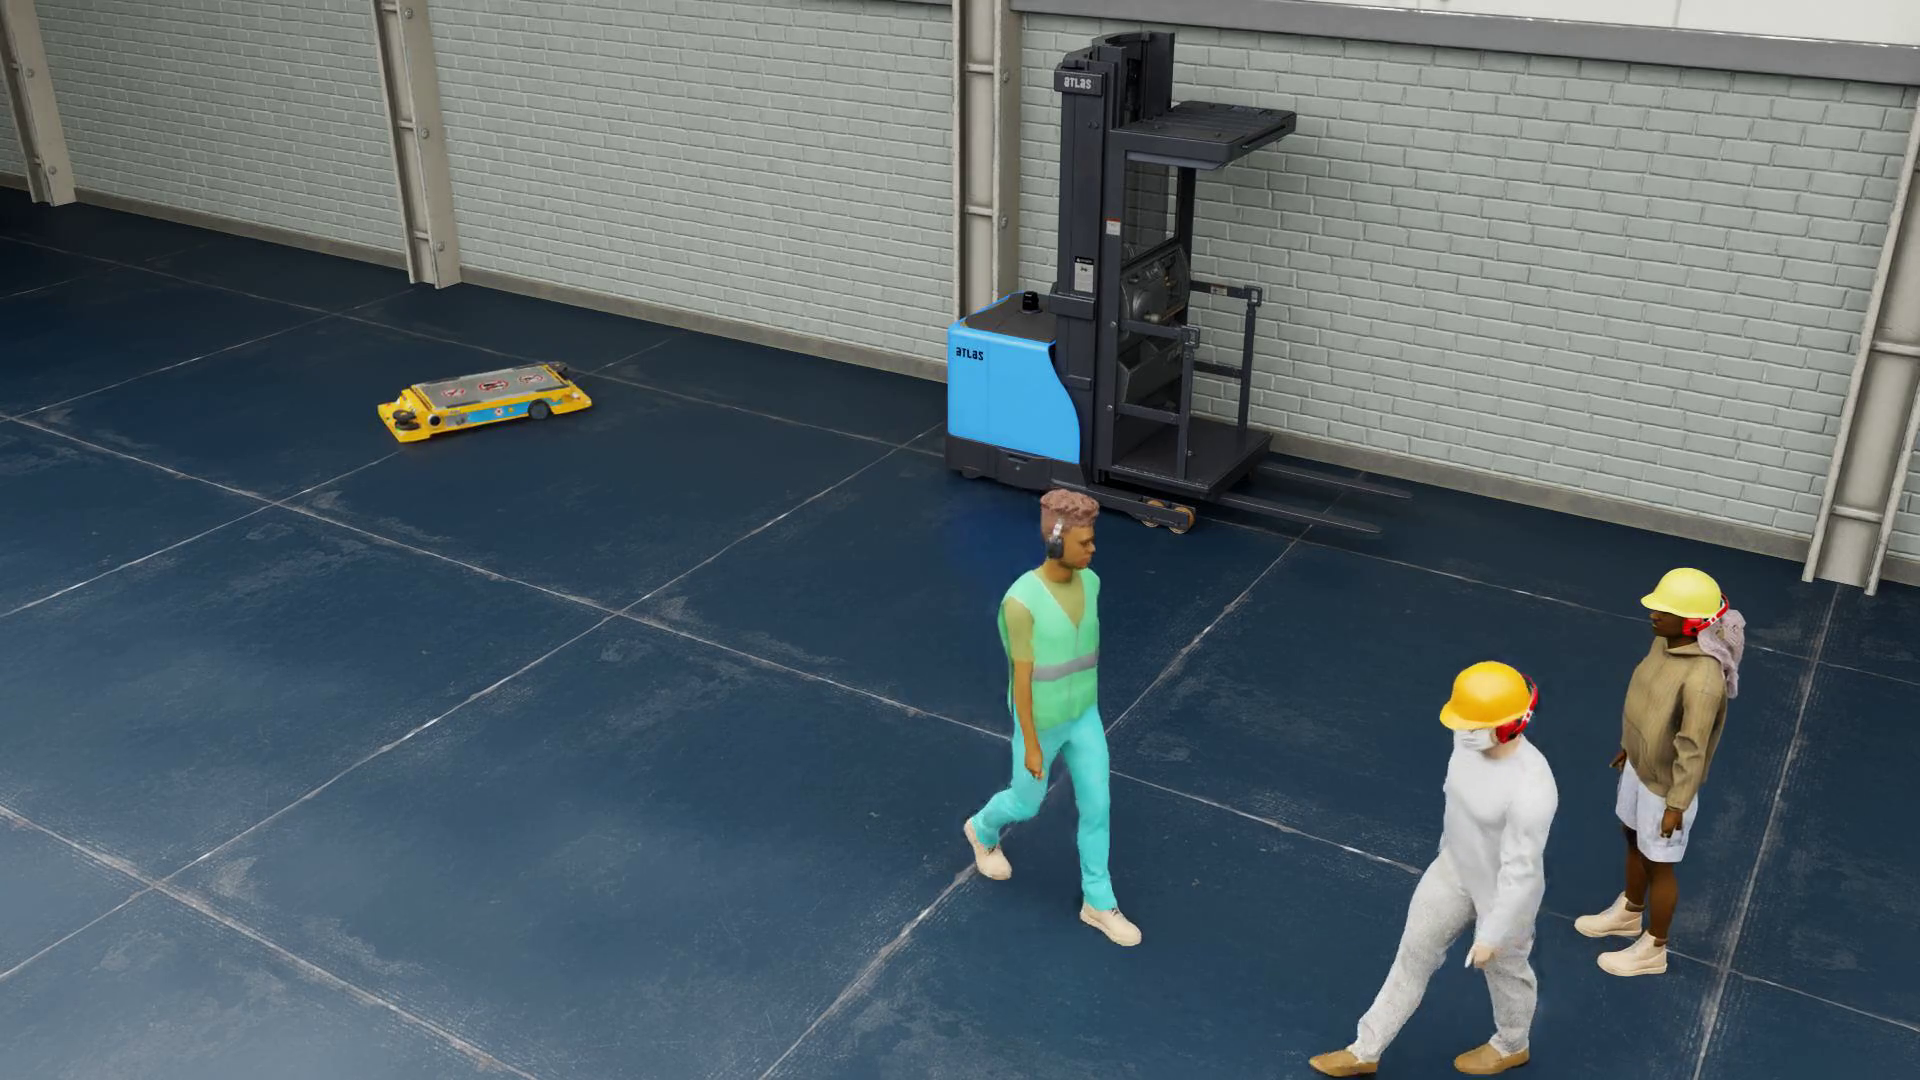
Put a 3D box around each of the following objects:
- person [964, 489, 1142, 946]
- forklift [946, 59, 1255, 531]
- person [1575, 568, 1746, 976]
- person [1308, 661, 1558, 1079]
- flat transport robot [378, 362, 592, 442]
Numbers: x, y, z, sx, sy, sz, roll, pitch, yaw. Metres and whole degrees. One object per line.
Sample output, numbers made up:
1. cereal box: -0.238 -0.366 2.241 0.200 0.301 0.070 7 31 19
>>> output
1. person: 0.368 0.693 6.840 0.486 1.939 0.908 -17 30 -32
2. forklift: 0.933 -1.707 10.833 1.873 2.768 1.129 15 29 28
3. person: 2.788 0.917 6.584 0.408 1.758 0.550 0 25 0
4. person: 1.744 1.214 5.867 0.950 1.831 0.623 -9 27 -18
5. flat transport robot: -3.560 -1.040 12.458 1.431 0.231 0.659 -14 29 -27
